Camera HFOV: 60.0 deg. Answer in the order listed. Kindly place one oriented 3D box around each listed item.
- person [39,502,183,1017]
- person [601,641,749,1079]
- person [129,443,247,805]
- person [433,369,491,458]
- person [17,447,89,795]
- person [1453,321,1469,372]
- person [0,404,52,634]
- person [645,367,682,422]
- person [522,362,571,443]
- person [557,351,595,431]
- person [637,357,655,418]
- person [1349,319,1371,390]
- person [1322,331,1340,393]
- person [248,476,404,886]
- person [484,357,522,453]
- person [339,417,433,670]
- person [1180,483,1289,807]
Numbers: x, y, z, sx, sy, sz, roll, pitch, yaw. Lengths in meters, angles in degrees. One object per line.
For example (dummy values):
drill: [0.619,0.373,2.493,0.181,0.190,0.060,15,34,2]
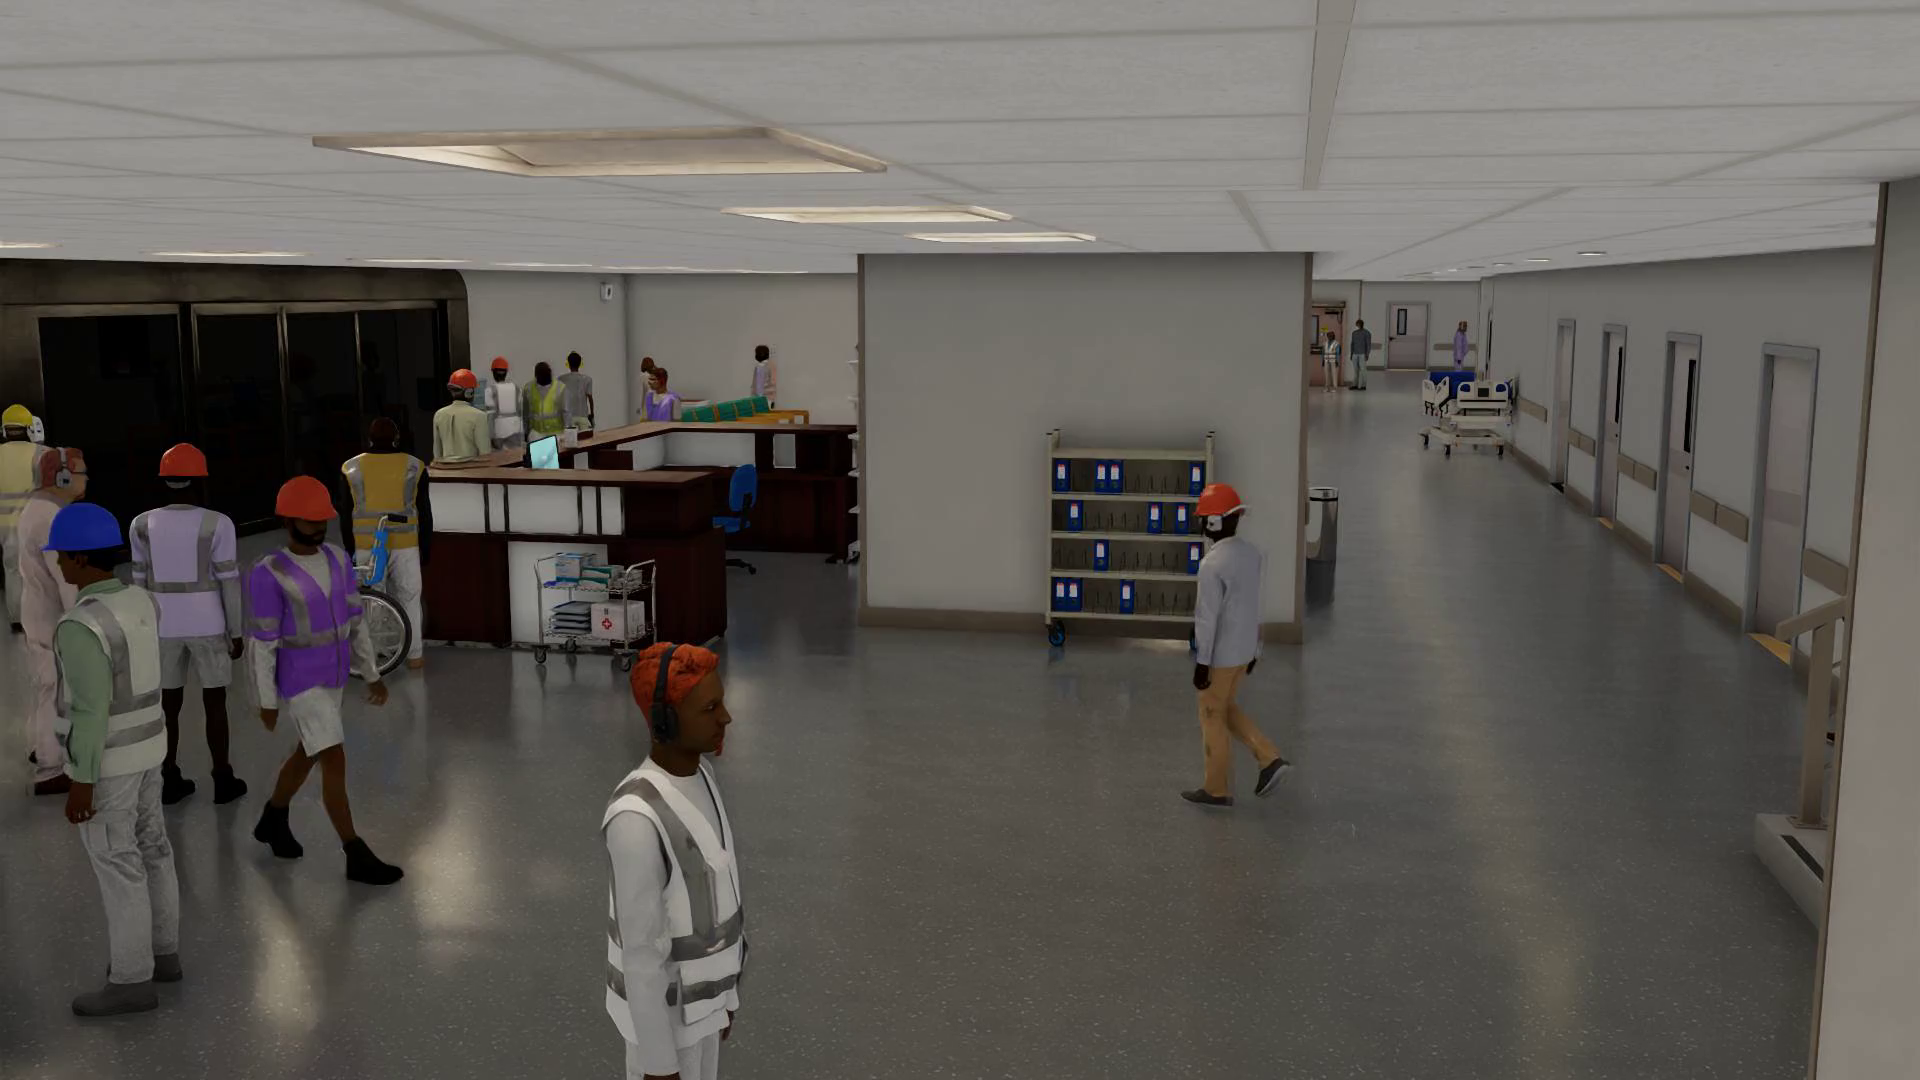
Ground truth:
person: [-3.231,0.823,6.327,0.403,1.945,0.614,-1,9,-3]
person: [-0.692,1.183,4.155,0.356,1.883,0.572,1,9,4]
person: [-4.098,0.450,8.879,0.547,1.929,0.393,0,9,-2]
person: [-4.665,-0.613,15.694,0.613,1.995,0.390,4,9,23]
person: [-4.902,0.442,9.070,0.470,1.893,0.637,-5,10,-29]
person: [13.405,-4.902,44.509,0.398,1.900,0.634,3,9,19]
person: [-7.431,-0.164,13.251,0.586,1.835,0.403,-2,9,-15]
person: [-3.457,-1.105,19.472,0.564,1.841,0.390,7,11,40]
person: [-5.370,-1.404,21.606,0.662,1.802,0.749,0,9,-2]
person: [-5.407,-1.720,23.449,0.514,1.876,0.328,-2,9,-11]
person: [-5.114,-2.203,27.448,0.501,1.633,0.289,-8,12,-42]
person: [10.886,-5.038,45.268,0.354,1.931,0.635,-7,11,-38]
person: [9.844,-4.719,44.154,0.518,1.631,0.319,8,12,44]
person: [-3.049,0.632,7.780,0.974,1.900,0.544,3,9,21]
person: [-5.919,-1.423,21.487,0.548,1.861,1.068,-7,11,-39]
person: [-4.108,0.036,11.943,0.628,1.835,0.429,-3,9,-18]
person: [1.421,0.567,8.740,0.481,1.734,0.570,6,10,34]
